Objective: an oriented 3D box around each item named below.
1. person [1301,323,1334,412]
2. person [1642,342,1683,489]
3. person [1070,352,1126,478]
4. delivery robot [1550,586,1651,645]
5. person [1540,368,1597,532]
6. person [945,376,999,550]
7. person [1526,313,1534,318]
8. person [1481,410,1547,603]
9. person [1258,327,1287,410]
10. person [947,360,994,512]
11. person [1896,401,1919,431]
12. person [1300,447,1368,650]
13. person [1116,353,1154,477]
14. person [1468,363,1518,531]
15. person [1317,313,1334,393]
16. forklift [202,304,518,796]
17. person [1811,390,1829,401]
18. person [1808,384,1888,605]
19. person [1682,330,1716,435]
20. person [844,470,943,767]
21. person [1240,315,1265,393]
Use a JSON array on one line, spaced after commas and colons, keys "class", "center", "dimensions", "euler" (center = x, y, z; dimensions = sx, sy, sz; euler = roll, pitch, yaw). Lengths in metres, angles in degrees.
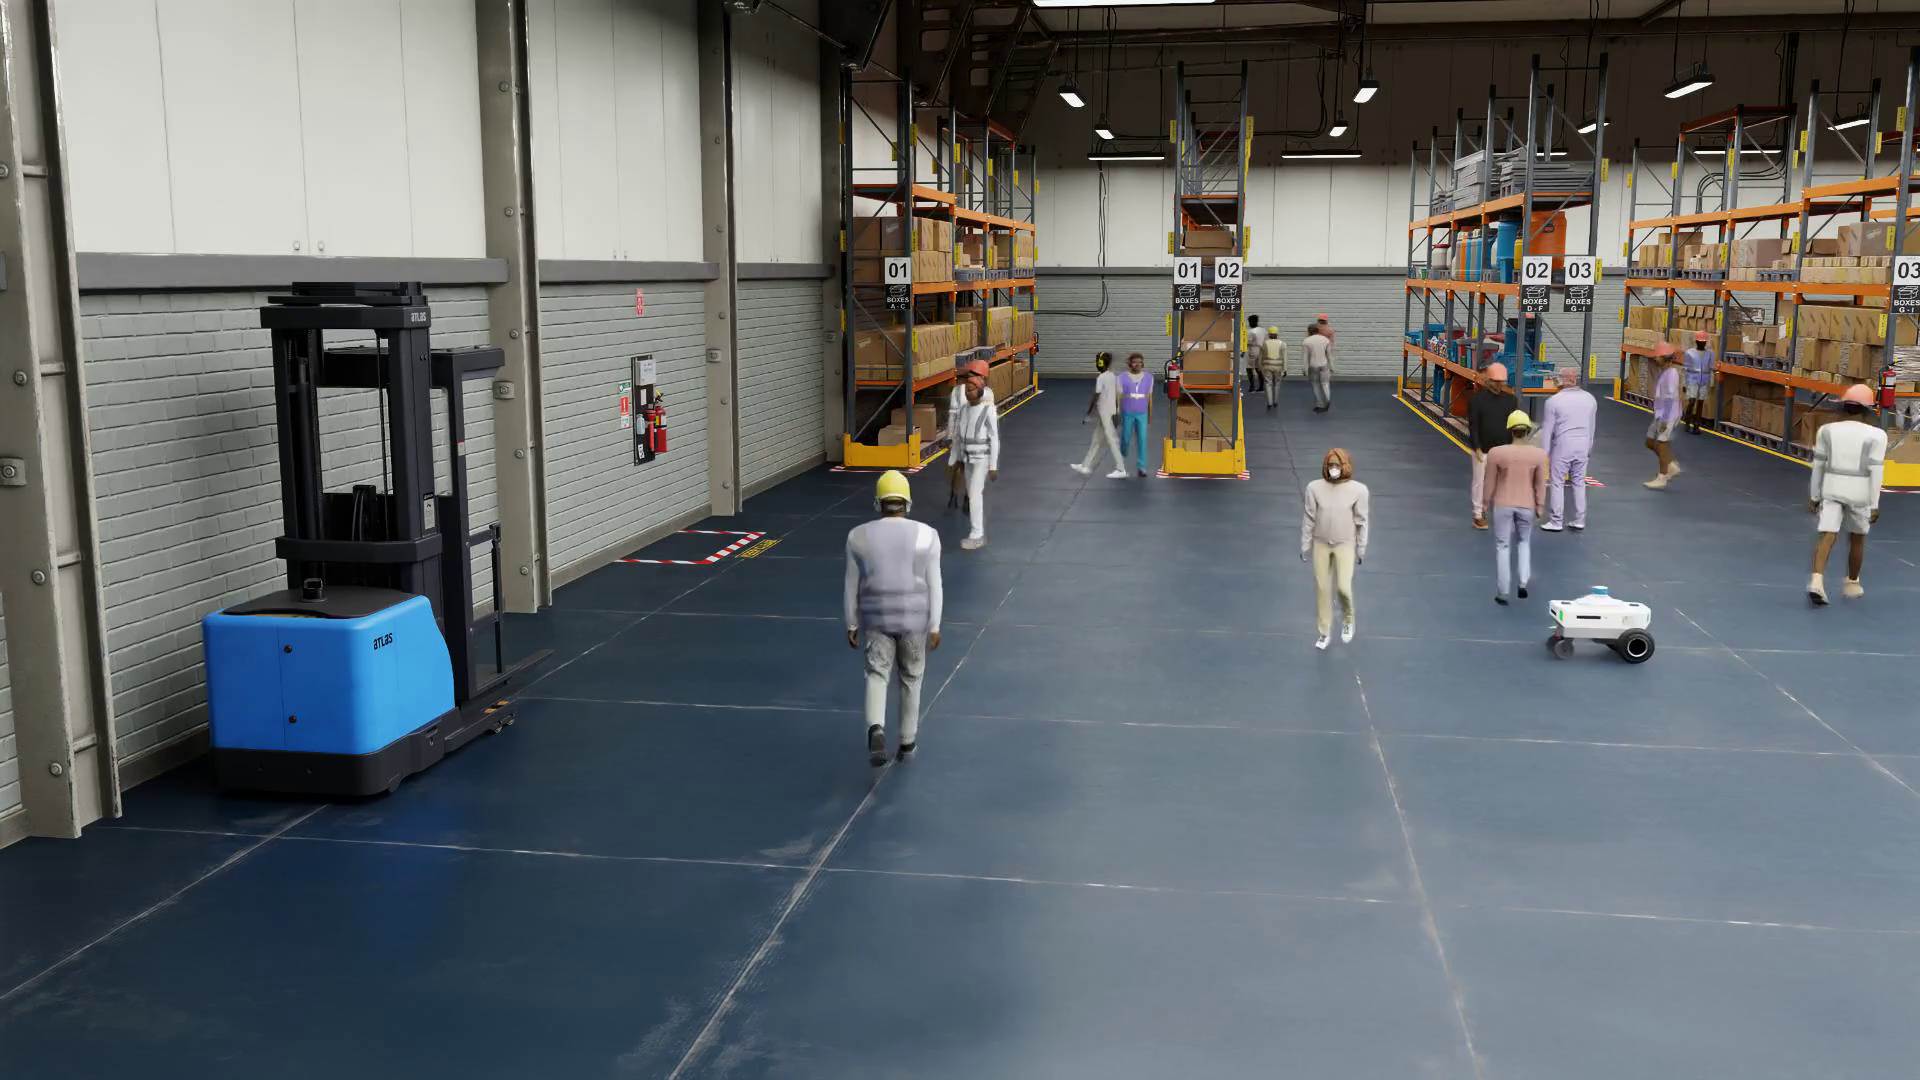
[{"class": "person", "center": [7.652, -3.655, 35.386], "dimensions": [0.702, 1.891, 0.753], "euler": [-3, 10, -16]}, {"class": "person", "center": [9.728, -1.718, 22.998], "dimensions": [0.488, 2.026, 0.618], "euler": [1, 9, 8]}, {"class": "person", "center": [2.041, -1.822, 24.297], "dimensions": [0.944, 1.819, 0.521], "euler": [4, 10, 24]}, {"class": "delivery robot", "center": [5.007, 0.605, 13.034], "dimensions": [0.707, 0.478, 0.477], "euler": [1, 10, 6]}, {"class": "person", "center": [7.014, -1.038, 19.249], "dimensions": [0.669, 1.887, 0.411], "euler": [-2, 9, -12]}, {"class": "person", "center": [0.077, -0.839, 18.074], "dimensions": [0.629, 1.868, 0.659], "euler": [-7, 11, -35]}, {"class": "person", "center": [13.715, -4.484, 40.196], "dimensions": [0.615, 1.987, 0.406], "euler": [-6, 11, -33]}, {"class": "person", "center": [5.030, -0.299, 15.118], "dimensions": [0.531, 1.753, 0.410], "euler": [1, 9, 6]}, {"class": "person", "center": [6.806, -3.750, 36.271], "dimensions": [0.621, 1.779, 0.916], "euler": [1, 9, 9]}, {"class": "person", "center": [0.151, -1.312, 20.907], "dimensions": [0.562, 1.890, 0.542], "euler": [2, 9, 13]}, {"class": "person", "center": [16.563, -2.556, 28.946], "dimensions": [0.639, 1.779, 0.884], "euler": [2, 9, 11]}, {"class": "person", "center": [2.971, 0.071, 13.245], "dimensions": [0.507, 1.622, 0.343], "euler": [5, 10, 27]}, {"class": "person", "center": [2.584, -1.882, 24.693], "dimensions": [0.582, 1.803, 0.908], "euler": [-1, 9, -5]}, {"class": "person", "center": [6.144, -1.049, 19.122], "dimensions": [0.599, 1.942, 0.969], "euler": [0, 9, 2]}, {"class": "person", "center": [8.859, -4.563, 40.721], "dimensions": [0.622, 1.972, 0.775], "euler": [3, 10, 20]}, {"class": "forklift", "center": [-3.673, -0.038, 10.147], "dimensions": [1.129, 2.768, 1.873], "euler": [1, 9, 9]}, {"class": "person", "center": [20.000, -4.124, 38.469], "dimensions": [0.633, 1.820, 0.438], "euler": [7, 11, 36]}, {"class": "person", "center": [8.003, -0.414, 15.047], "dimensions": [0.995, 2.007, 0.618], "euler": [-9, 13, -44]}, {"class": "person", "center": [13.597, -2.892, 30.590], "dimensions": [0.542, 1.922, 0.422], "euler": [1, 9, 6]}, {"class": "person", "center": [-0.405, 0.490, 10.078], "dimensions": [0.604, 1.813, 0.702], "euler": [0, 9, 2]}, {"class": "person", "center": [7.200, -4.566, 40.877], "dimensions": [0.525, 1.926, 0.635], "euler": [9, 13, 44]}]
